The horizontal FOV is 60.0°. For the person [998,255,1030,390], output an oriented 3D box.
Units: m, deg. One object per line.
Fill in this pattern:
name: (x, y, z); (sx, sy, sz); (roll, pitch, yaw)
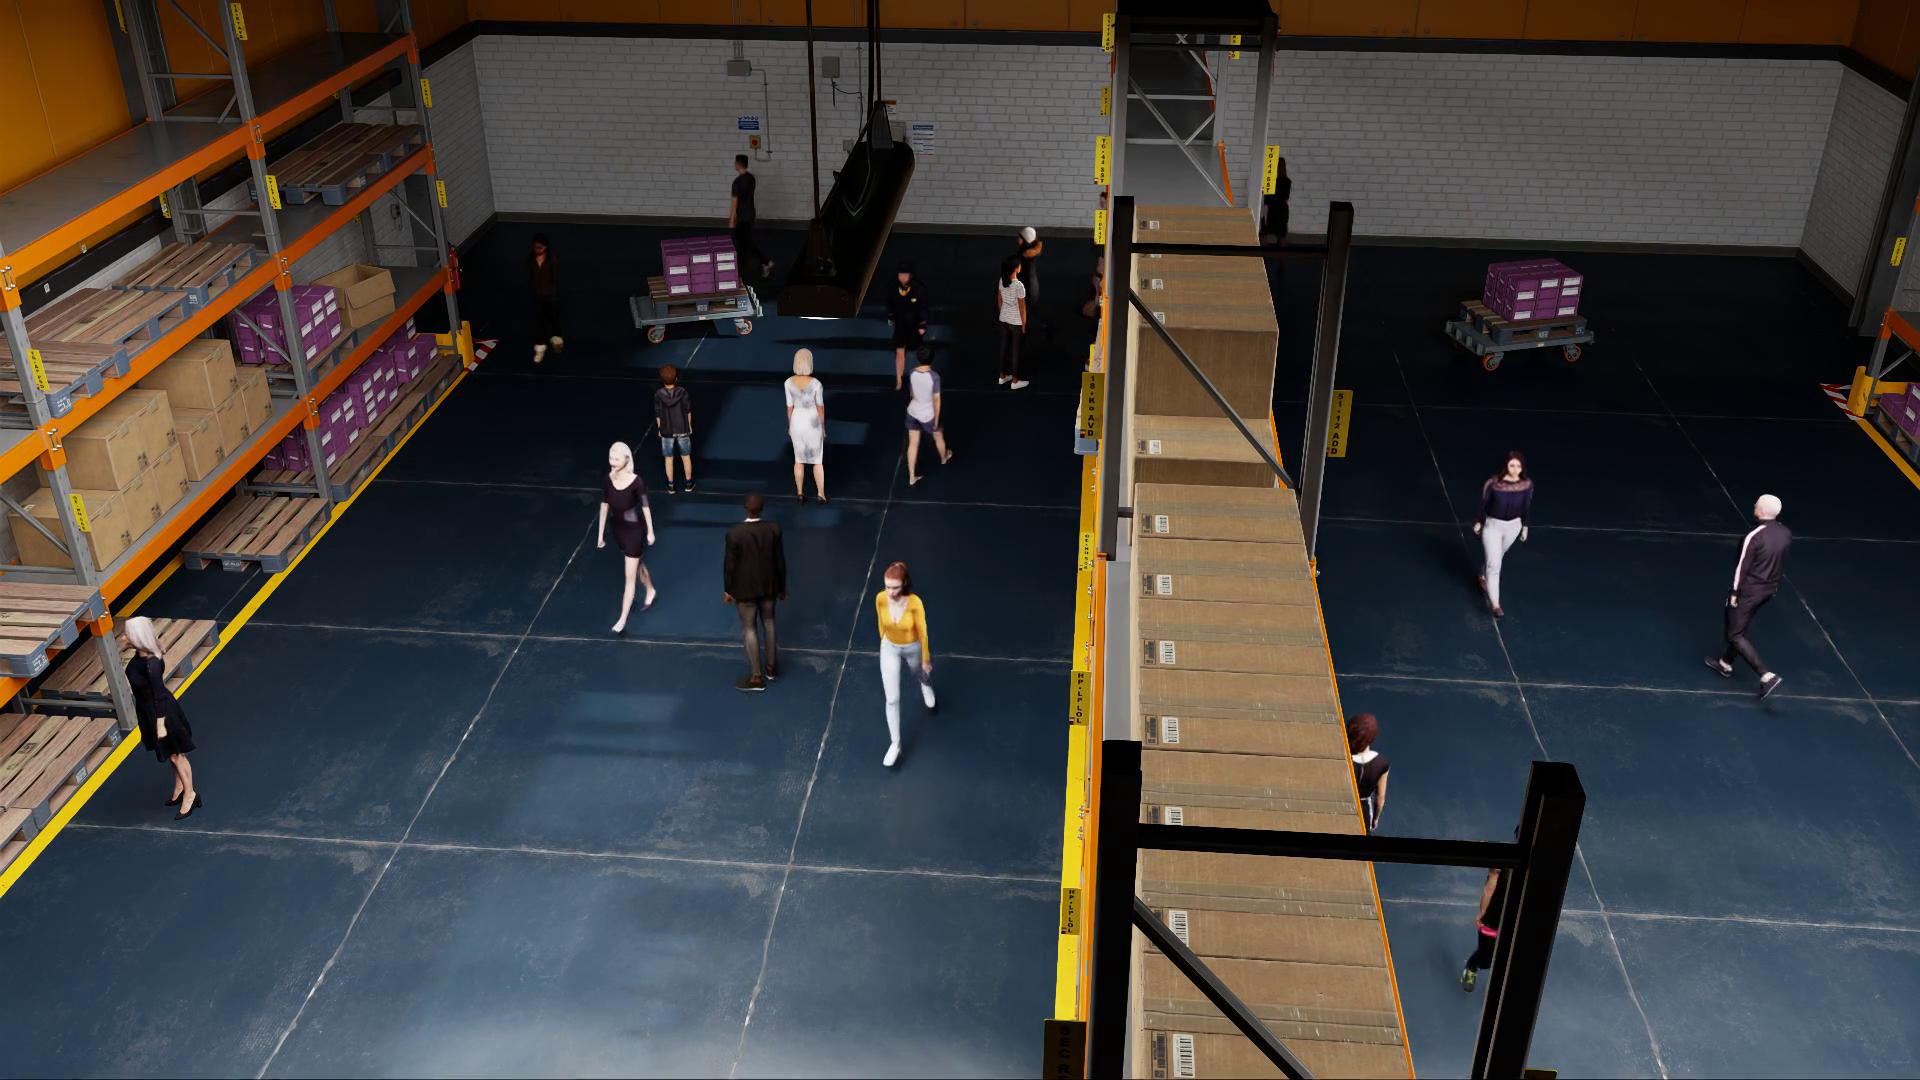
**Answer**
person: (0.628, -2.641, 20.056); (0.708, 1.646, 0.656); (-24, 37, -37)

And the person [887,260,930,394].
person: (-0.581, -2.607, 20.028); (0.884, 1.612, 1.145); (11, 30, 19)

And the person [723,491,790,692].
person: (-1.753, 0.439, 14.259); (0.849, 1.789, 0.864); (-16, 33, -27)

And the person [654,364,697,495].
person: (-3.022, -1.183, 17.591); (0.587, 1.447, 0.593); (-5, 29, -9)

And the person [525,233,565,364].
person: (-5.190, -2.989, 20.681); (0.777, 1.658, 0.645); (2, 29, 4)

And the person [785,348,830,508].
person: (-1.584, -1.161, 17.233); (0.572, 1.752, 0.521); (5, 29, 8)

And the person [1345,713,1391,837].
person: (2.666, 2.020, 11.370); (0.600, 1.781, 0.659); (2, 29, 3)

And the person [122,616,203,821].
person: (-6.092, 1.337, 12.658); (0.756, 1.747, 0.690); (-20, 35, -32)

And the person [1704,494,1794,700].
person: (6.798, 0.506, 14.113); (1.034, 1.812, 1.197); (-14, 31, -23)

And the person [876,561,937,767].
person: (-0.433, 0.889, 13.540); (0.742, 1.689, 1.360); (5, 29, 10)

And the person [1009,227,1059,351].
person: (0.911, -3.177, 21.064); (0.669, 1.621, 0.796); (2, 29, 3)

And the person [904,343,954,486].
person: (-0.421, -1.312, 17.758); (0.790, 1.513, 1.093); (12, 31, 21)

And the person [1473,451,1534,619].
person: (5.025, -0.104, 15.501); (0.686, 1.555, 1.088); (-1, 29, -1)

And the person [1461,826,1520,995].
person: (3.561, 2.417, 10.892); (0.615, 1.541, 0.695); (-1, 29, -2)

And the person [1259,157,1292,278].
person: (4.512, -4.534, 23.510); (0.856, 1.661, 1.129); (-8, 30, -15)

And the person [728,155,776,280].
person: (-2.969, -4.516, 23.391); (0.867, 1.743, 1.056); (10, 30, 18)

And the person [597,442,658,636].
person: (-2.984, -0.081, 15.216); (0.832, 1.787, 1.198); (10, 30, 17)
